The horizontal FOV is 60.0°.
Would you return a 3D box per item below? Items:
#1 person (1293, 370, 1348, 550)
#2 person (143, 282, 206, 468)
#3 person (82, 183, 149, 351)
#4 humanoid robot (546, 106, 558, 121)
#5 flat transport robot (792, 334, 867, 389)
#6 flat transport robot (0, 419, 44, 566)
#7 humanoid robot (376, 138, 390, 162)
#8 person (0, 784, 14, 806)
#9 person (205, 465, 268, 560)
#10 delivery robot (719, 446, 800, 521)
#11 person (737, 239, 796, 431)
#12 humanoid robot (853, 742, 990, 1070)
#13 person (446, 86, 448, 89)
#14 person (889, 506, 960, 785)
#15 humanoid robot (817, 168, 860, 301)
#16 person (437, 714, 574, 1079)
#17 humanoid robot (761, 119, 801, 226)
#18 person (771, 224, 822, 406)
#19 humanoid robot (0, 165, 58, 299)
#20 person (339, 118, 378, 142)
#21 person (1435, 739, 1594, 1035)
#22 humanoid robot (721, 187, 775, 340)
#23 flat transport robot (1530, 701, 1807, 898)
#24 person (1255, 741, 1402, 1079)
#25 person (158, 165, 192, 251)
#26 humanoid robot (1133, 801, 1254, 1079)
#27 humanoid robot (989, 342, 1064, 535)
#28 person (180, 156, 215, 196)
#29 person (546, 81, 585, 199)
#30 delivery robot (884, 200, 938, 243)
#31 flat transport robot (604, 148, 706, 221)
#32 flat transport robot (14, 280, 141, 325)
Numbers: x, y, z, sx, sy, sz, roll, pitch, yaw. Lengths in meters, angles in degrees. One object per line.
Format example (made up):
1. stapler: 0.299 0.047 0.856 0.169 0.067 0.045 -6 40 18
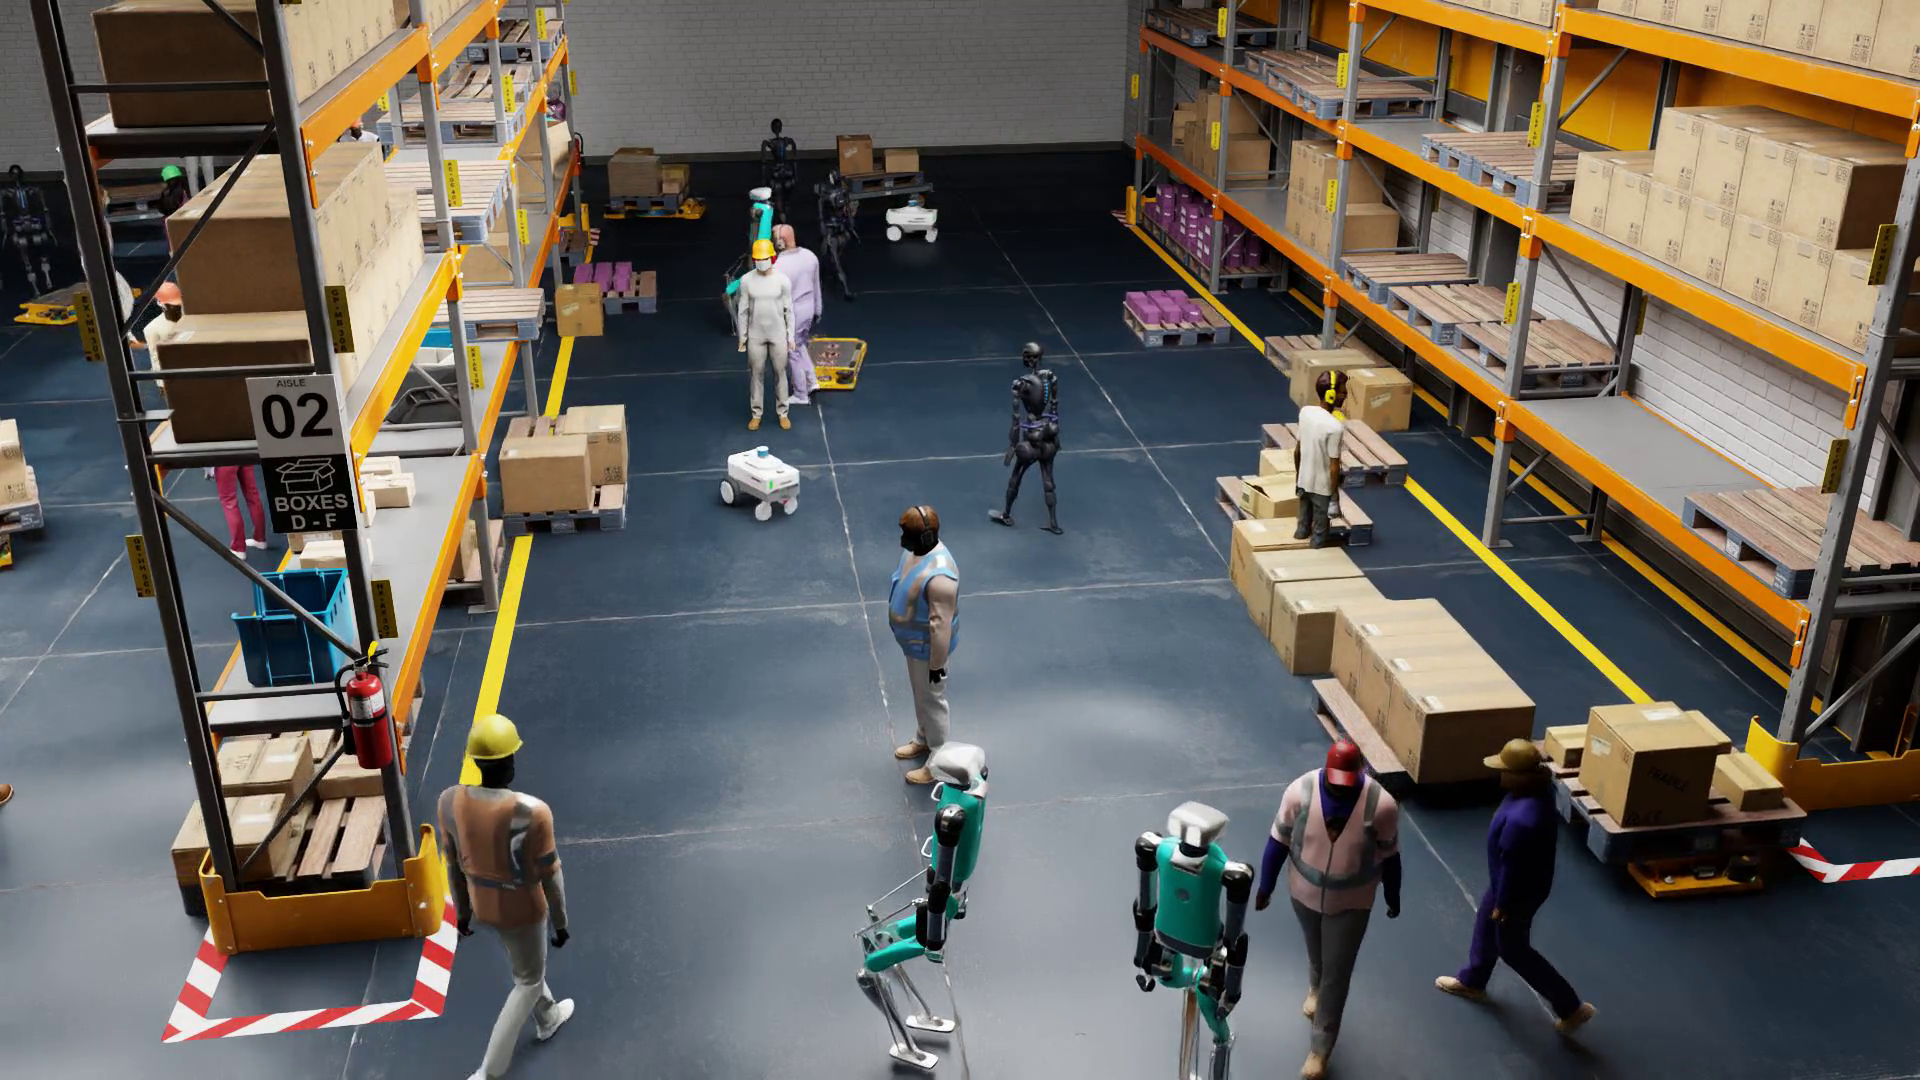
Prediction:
1. person: 2.711 -0.382 12.565 0.328 1.865 0.509 -10 26 -22
2. person: -7.173 -1.537 15.349 0.533 1.737 0.575 15 28 30
3. person: -9.446 -3.028 18.525 0.653 1.914 0.661 -11 26 -24
4. humanoid robot: -6.139 -5.338 24.110 0.738 1.856 0.534 -5 24 -11
5. flat transport robot: -1.408 -1.939 18.096 0.659 0.231 1.431 1 24 2
6. flat transport robot: -8.285 -0.059 13.813 0.659 0.231 1.431 -13 27 -27
7. humanoid robot: -7.703 -4.590 22.374 0.600 1.645 0.362 2 24 5
8. person: -6.127 0.749 9.835 0.607 1.990 0.382 0 24 -1
9. person: -5.892 -0.639 13.443 0.290 1.626 0.504 10 26 21
10. delivery robot: -1.729 -0.529 14.527 0.503 0.594 0.765 -19 30 -36
11. person: -1.885 -2.000 16.214 0.562 1.896 0.353 -2 24 -3
12. humanoid robot: -0.231 1.703 7.869 0.731 1.708 0.530 6 24 14
13. person: -8.163 -6.473 26.744 0.360 1.623 0.511 -7 25 -15
14. person: -0.222 0.637 10.287 0.430 1.837 0.628 -6 24 -13
15. humanoid robot: -1.489 -3.803 20.637 0.758 1.629 0.606 19 30 37
16. person: -2.132 1.716 7.760 0.592 1.891 0.868 8 25 17
17. humanoid robot: -2.577 -5.173 23.730 0.592 1.640 0.620 -11 26 -24
18. person: -1.704 -2.259 16.813 0.429 1.890 0.672 16 28 32
19. humanoid robot: -11.537 -3.798 20.581 0.609 1.652 0.416 -16 29 -33
20. person: -8.545 -5.249 23.810 0.573 1.739 0.379 -5 24 -10
21. person: 2.807 1.697 8.160 0.712 1.586 0.481 11 26 23
22. humanoid robot: -2.487 -3.175 19.072 0.765 1.748 0.542 5 24 12
23. flat transport robot: 4.096 1.638 9.947 0.659 0.231 1.431 -3 24 -7
24. person: 1.749 1.722 7.960 0.648 1.702 0.905 10 26 22
25. person: -8.960 -3.439 19.493 0.550 1.899 0.826 5 24 11
26. humanoid robot: 1.115 1.925 7.589 0.541 1.876 0.730 13 27 28
27. humanoid robot: 0.594 -0.874 13.941 0.672 1.631 0.613 22 32 40
28. person: -11.643 -6.005 25.402 0.429 1.841 0.636 21 31 39
29. person: -6.198 -6.245 25.959 0.536 1.825 0.716 7 25 15
30. delivery robot: -0.706 -4.508 23.614 0.807 0.613 0.499 2 24 4
31. flat transport robot: -4.593 -4.991 25.048 1.431 0.231 0.659 0 24 1
32. flat transport robot: -10.762 -2.906 20.298 0.659 0.231 1.431 5 24 11
